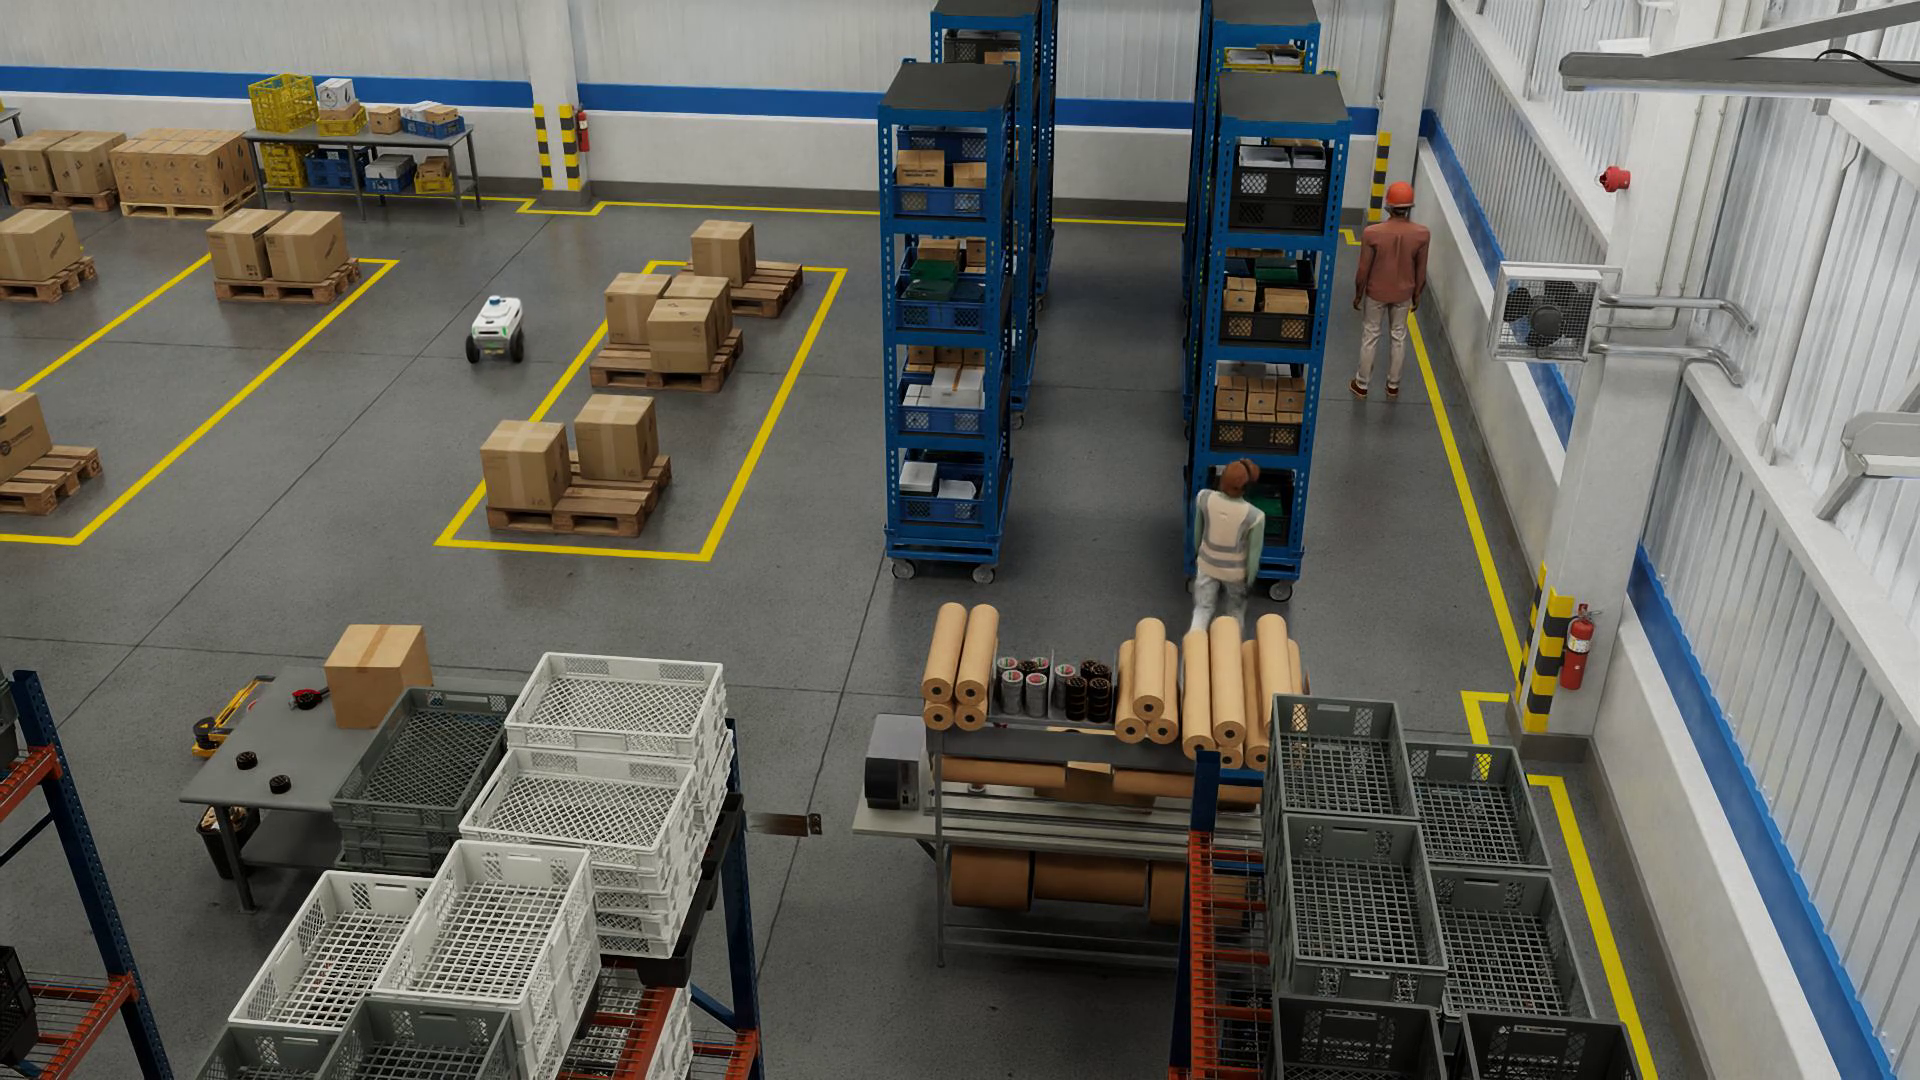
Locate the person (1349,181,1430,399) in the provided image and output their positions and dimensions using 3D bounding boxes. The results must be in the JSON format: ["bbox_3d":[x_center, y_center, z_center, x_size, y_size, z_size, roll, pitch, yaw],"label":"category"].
[{"bbox_3d":[3.791,-2.198,14.719,0.612,1.997,0.375,0,30,0],"label":"person"}]

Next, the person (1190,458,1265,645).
[{"bbox_3d":[1.737,0.197,10.991,0.518,1.607,0.707,15,33,24],"label":"person"}]

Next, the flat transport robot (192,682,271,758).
[{"bbox_3d":[-4.089,1.163,10.648,1.431,0.197,0.652,3,30,6],"label":"flat transport robot"}]

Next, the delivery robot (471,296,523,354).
[{"bbox_3d":[-4.412,-2.087,15.860,0.477,0.478,0.707,0,30,-1],"label":"delivery robot"}]
